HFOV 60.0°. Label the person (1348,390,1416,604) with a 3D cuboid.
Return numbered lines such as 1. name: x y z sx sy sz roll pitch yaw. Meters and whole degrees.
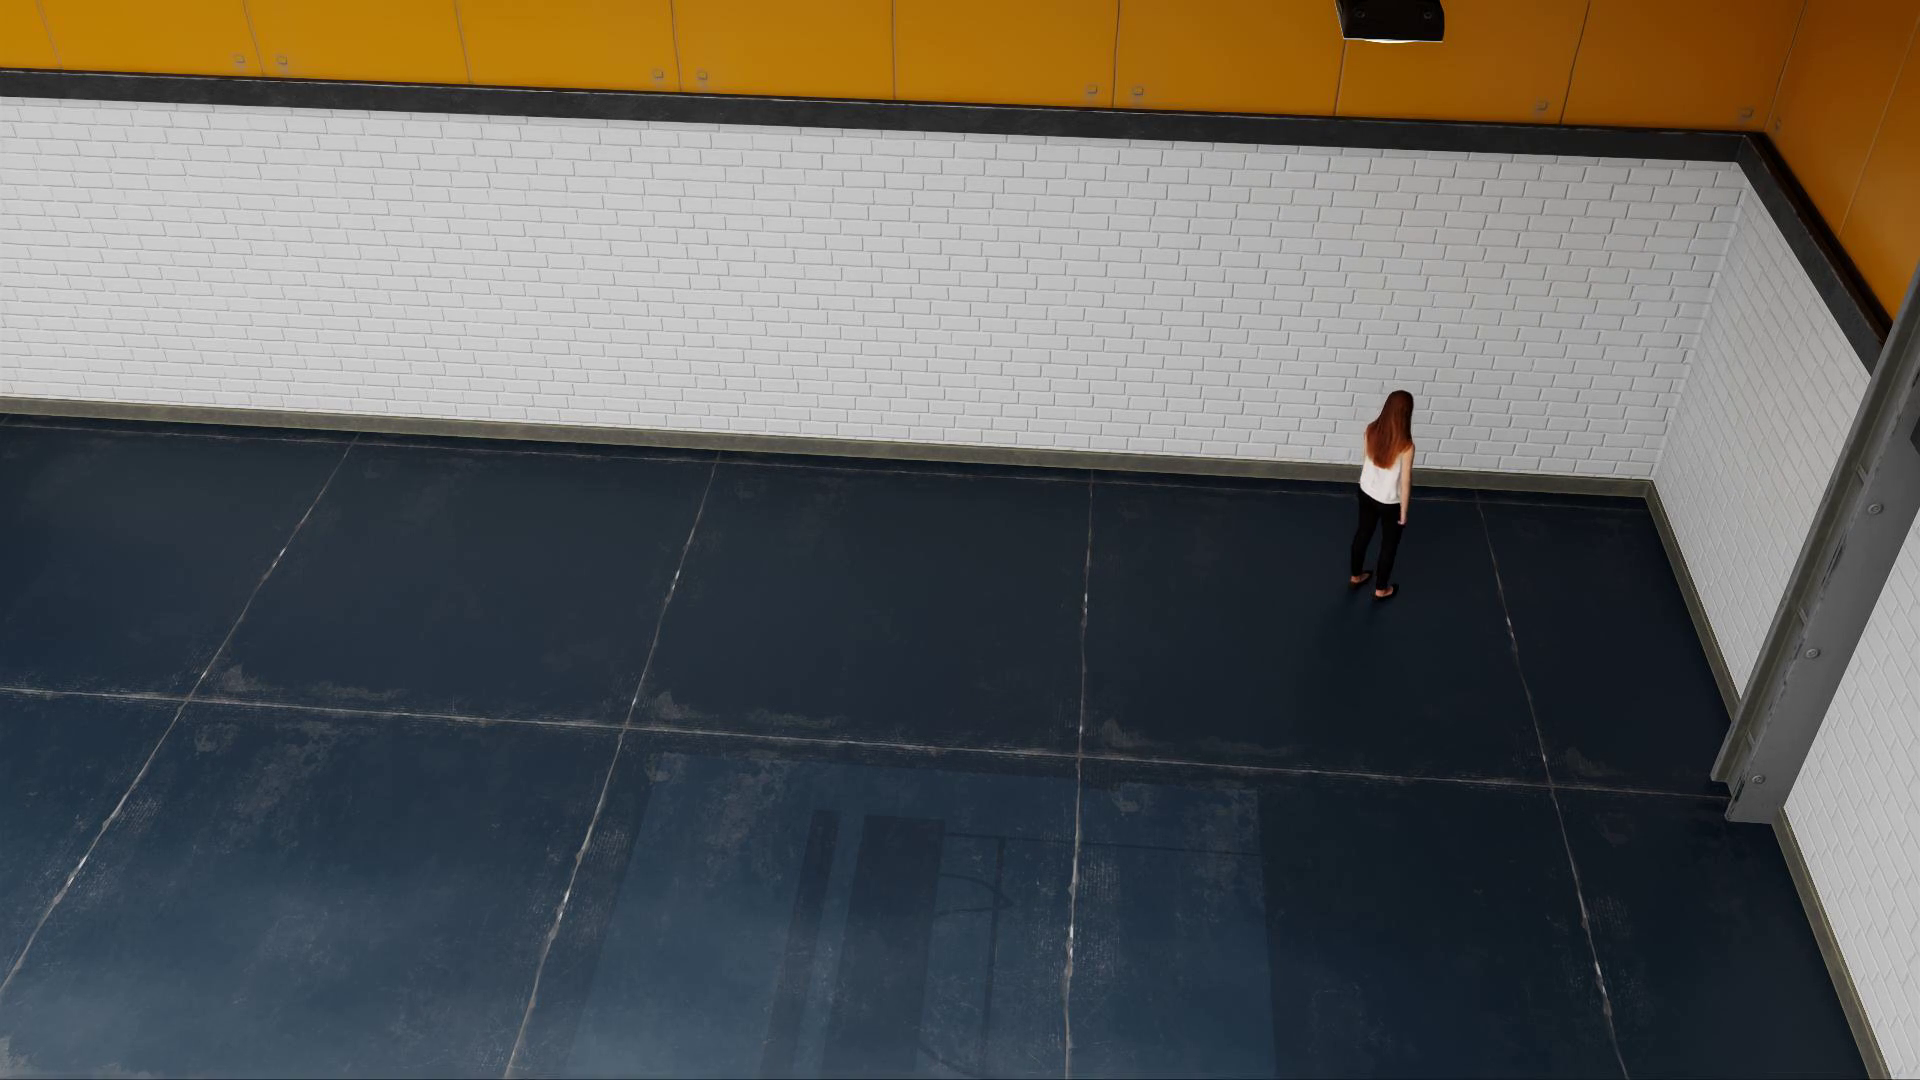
1. person: 2.894 -0.297 11.533 0.758 1.718 0.694 -26 46 -29
